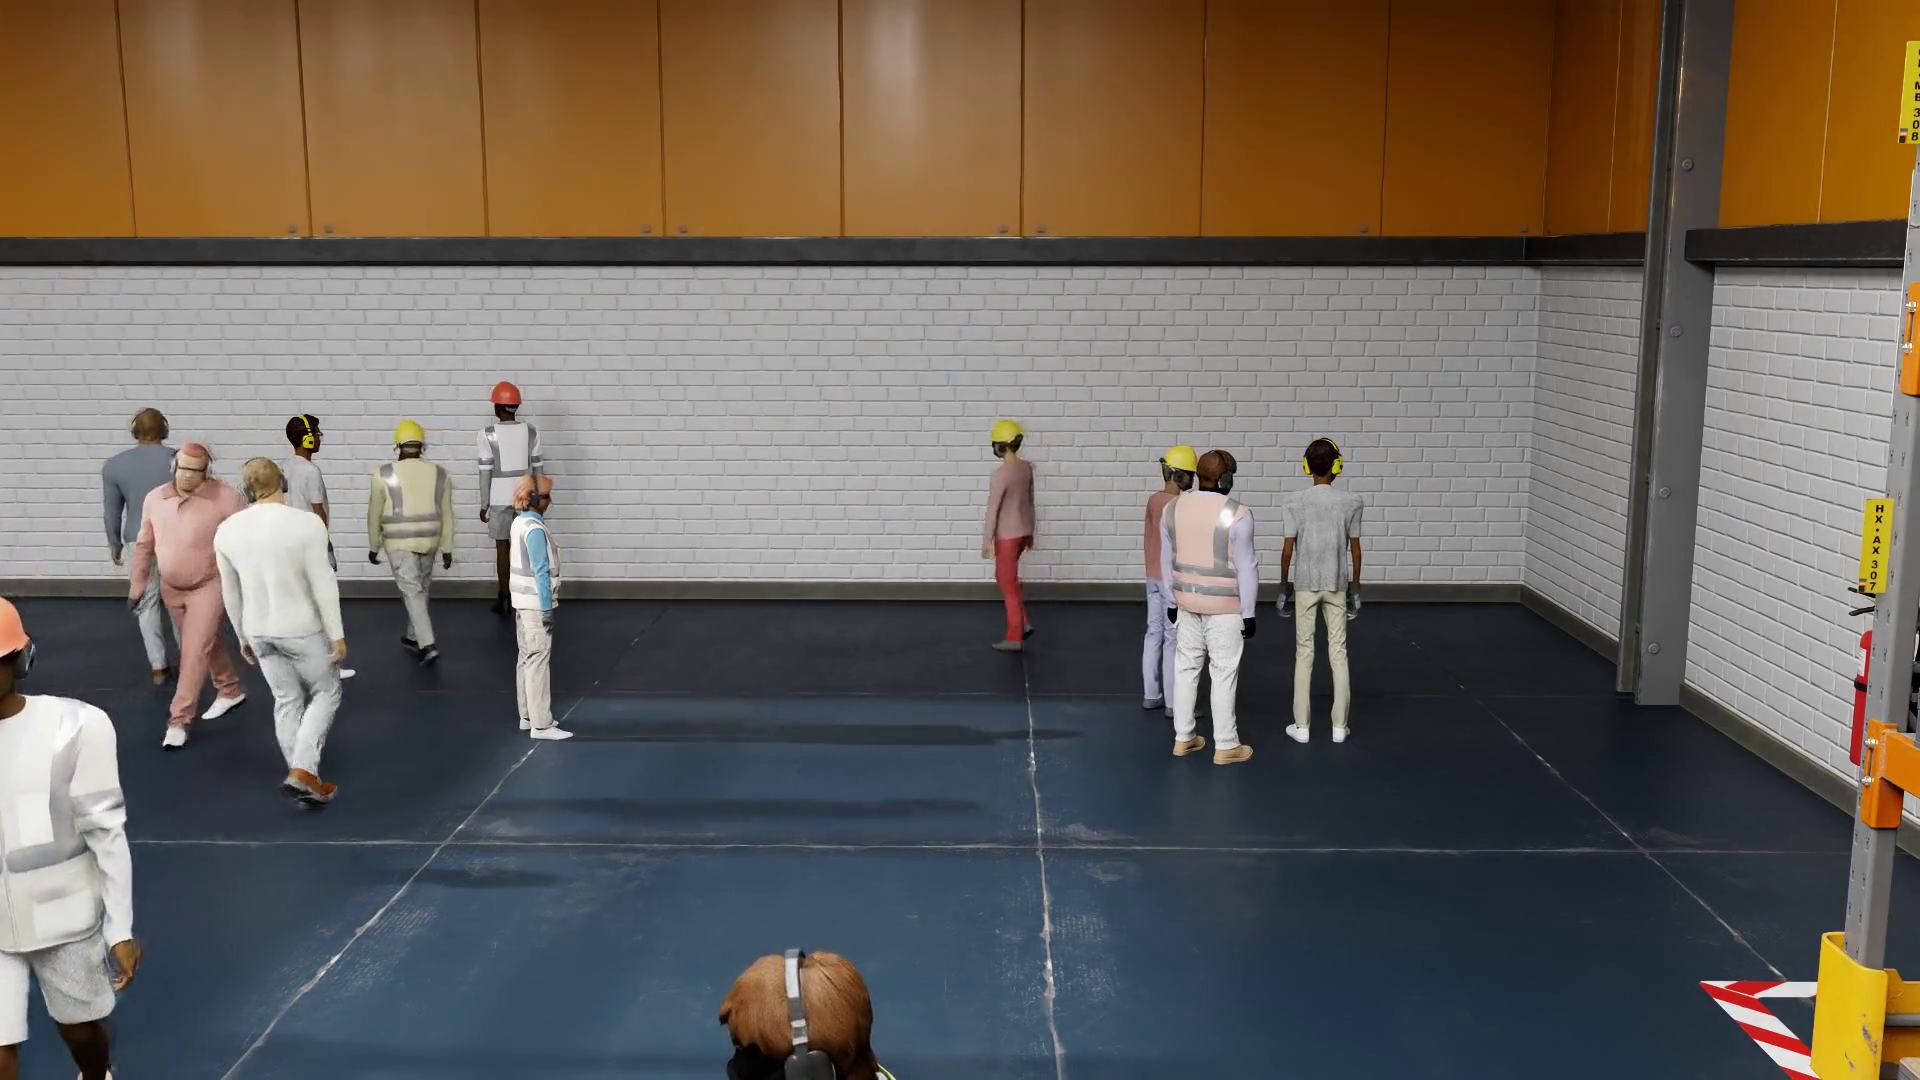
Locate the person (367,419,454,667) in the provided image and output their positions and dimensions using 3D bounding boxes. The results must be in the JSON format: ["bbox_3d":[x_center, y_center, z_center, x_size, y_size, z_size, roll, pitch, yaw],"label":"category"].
[{"bbox_3d":[-3.995,0.011,12.191,0.578,1.788,0.944,-8,12,-40],"label":"person"}]

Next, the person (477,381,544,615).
[{"bbox_3d":[-3.738,-0.349,13.854,0.552,1.942,0.342,-6,11,-31],"label":"person"}]

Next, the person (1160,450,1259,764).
[{"bbox_3d":[1.479,0.386,9.755,0.637,1.842,0.429,8,13,41],"label":"person"}]

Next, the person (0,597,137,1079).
[{"bbox_3d":[-2.789,1.106,4.979,0.619,2.010,1.005,-3,10,-19],"label":"person"}]

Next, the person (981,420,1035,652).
[{"bbox_3d":[0.350,-0.026,12.466,0.371,1.750,0.545,6,11,31],"label":"person"}]

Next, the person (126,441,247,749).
[{"bbox_3d":[-4.744,0.301,10.290,0.711,1.841,1.027,2,10,11],"label":"person"}]

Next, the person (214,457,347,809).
[{"bbox_3d":[-3.591,0.513,8.852,0.707,1.895,0.464,2,10,9],"label":"person"}]

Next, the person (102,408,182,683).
[{"bbox_3d":[-5.705,0.008,11.841,0.656,1.896,0.957,-4,10,-21],"label":"person"}]

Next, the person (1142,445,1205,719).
[{"bbox_3d":[1.377,0.269,10.715,0.337,1.759,0.524,-4,10,-23],"label":"person"}]

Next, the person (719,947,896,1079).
[{"bbox_3d":[-0.222,1.559,2.781,0.429,1.830,0.638,-1,10,-7],"label":"person"}]

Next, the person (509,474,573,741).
[{"bbox_3d":[-2.604,0.411,10.219,0.307,1.638,0.512,-5,11,-28],"label":"person"}]

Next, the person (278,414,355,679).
[{"bbox_3d":[-4.551,0.055,11.651,0.521,1.873,0.328,7,12,35],"label":"person"}]

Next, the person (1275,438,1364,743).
[{"bbox_3d":[2.185,0.313,10.138,0.521,1.864,0.335,1,10,5],"label":"person"}]
